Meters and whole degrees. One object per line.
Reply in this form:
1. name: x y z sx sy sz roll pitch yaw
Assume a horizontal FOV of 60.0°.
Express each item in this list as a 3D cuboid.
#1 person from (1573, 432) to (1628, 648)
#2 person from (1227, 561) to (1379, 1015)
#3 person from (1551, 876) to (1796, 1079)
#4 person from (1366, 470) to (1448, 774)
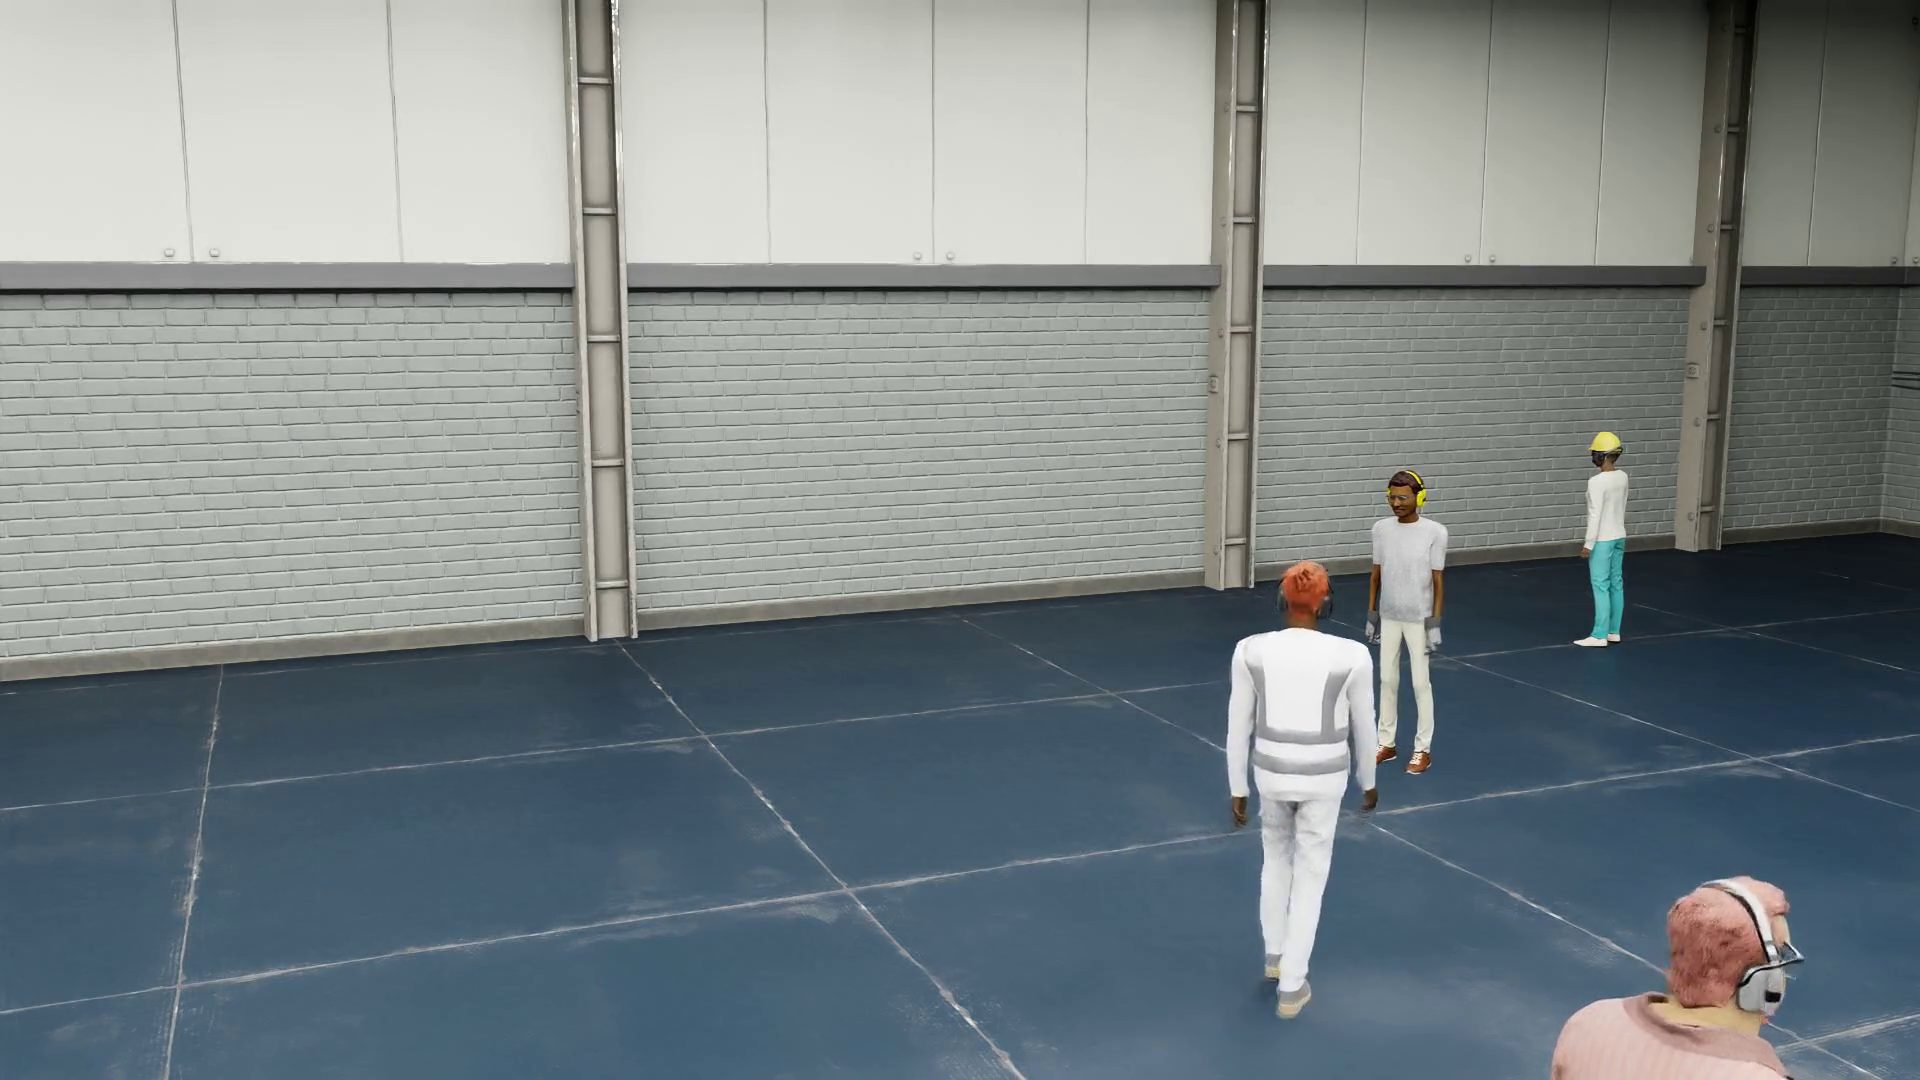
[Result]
1. person: 5.241 0.000 13.574 0.525 1.769 0.327 -7 12 -39
2. person: 1.452 1.000 6.990 0.580 1.857 0.719 4 10 24
3. person: 1.438 1.576 3.245 0.408 1.905 0.673 -4 10 -25
4. person: 2.718 0.495 10.188 0.499 1.860 0.311 7 11 38
